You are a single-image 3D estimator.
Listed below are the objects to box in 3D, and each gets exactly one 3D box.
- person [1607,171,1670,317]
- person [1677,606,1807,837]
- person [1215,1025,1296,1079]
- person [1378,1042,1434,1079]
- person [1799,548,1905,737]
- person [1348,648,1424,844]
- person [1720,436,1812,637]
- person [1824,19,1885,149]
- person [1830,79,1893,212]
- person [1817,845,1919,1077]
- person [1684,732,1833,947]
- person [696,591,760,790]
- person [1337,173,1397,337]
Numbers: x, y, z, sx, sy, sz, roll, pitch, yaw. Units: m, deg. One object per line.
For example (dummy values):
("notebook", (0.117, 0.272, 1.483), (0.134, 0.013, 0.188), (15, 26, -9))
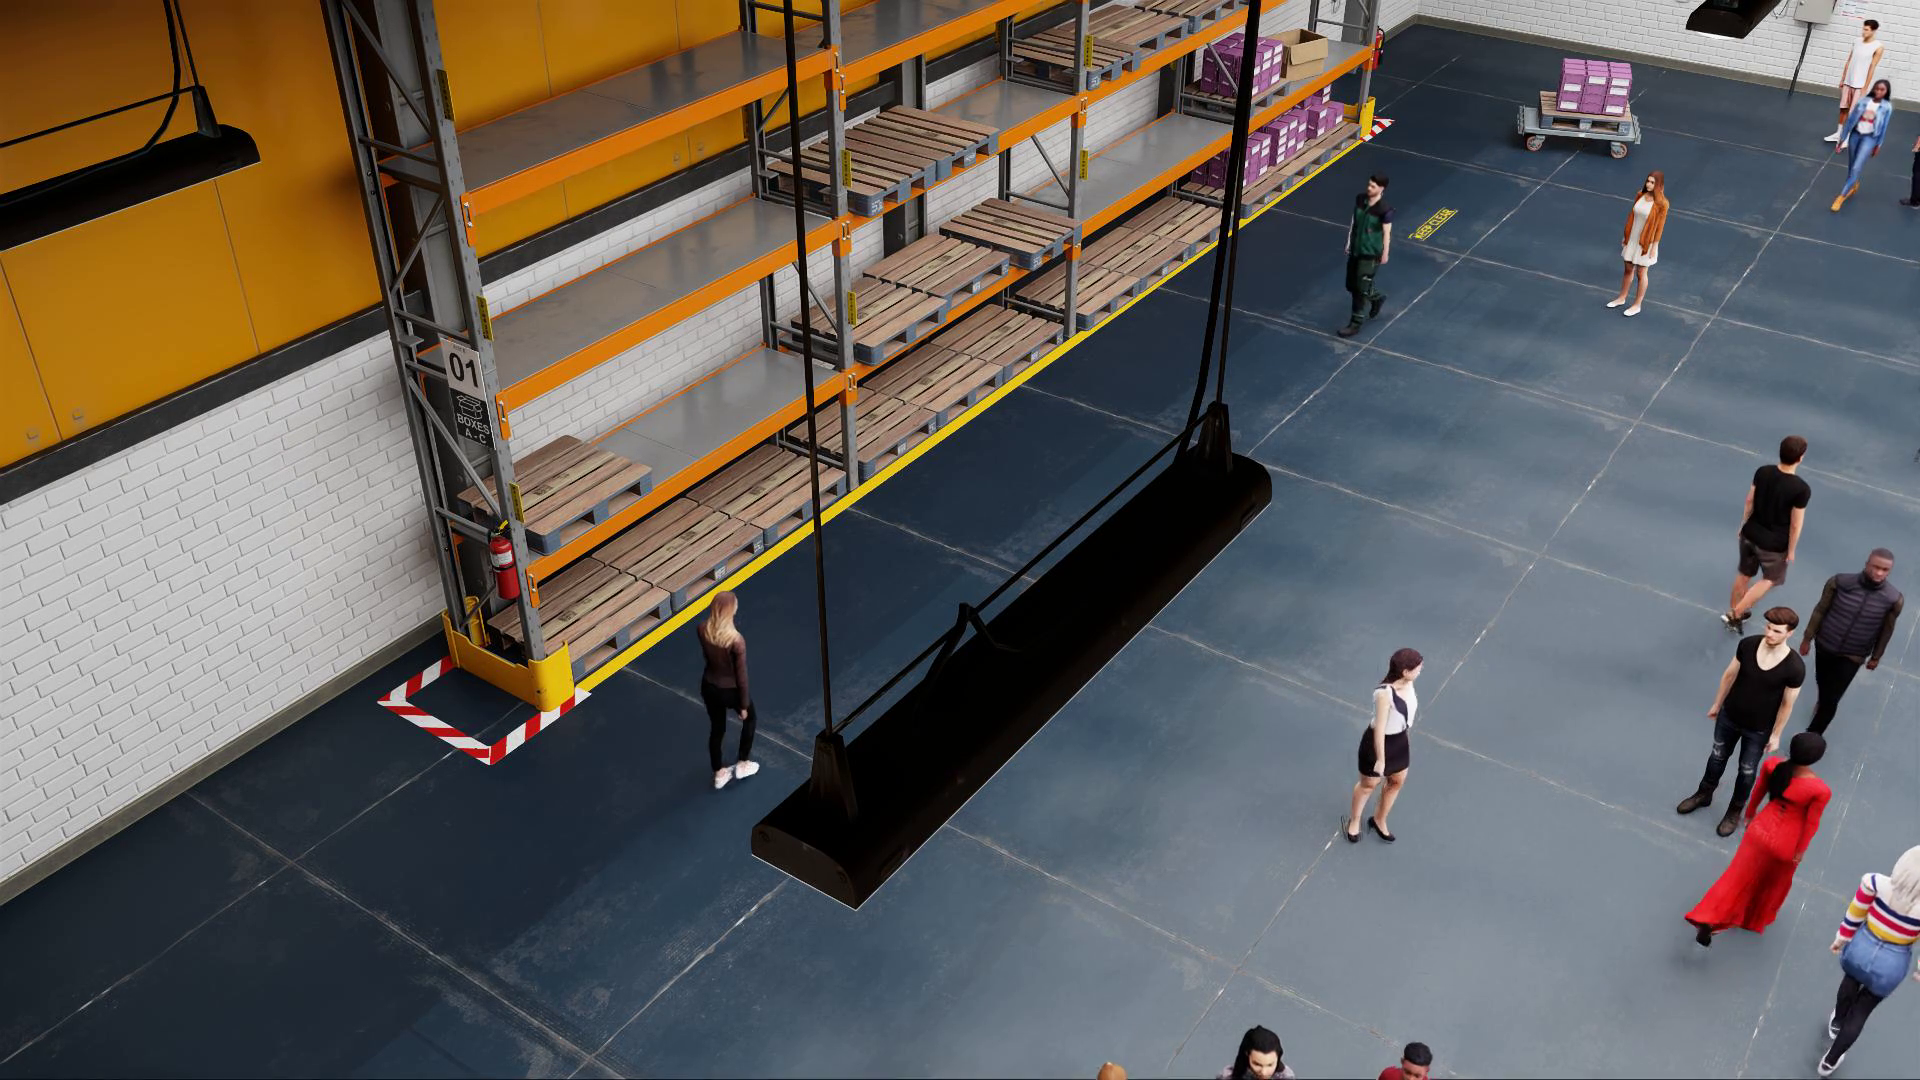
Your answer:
("person", (7.773, -3.408, 18.939), (0.700, 1.717, 0.689), (-18, 37, -24))
("person", (5.588, 1.249, 11.772), (0.668, 1.896, 0.734), (-24, 41, -32))
("person", (1.540, 3.229, 8.941), (0.687, 1.732, 0.726), (-3, 34, -4))
("person", (2.507, 3.222, 9.396), (0.586, 1.240, 0.717), (12, 35, 17))
("person", (6.672, 0.790, 12.560), (0.736, 1.789, 1.185), (23, 40, 31))
("person", (2.945, 1.451, 11.702), (0.592, 1.636, 0.736), (-17, 37, -24))
("person", (6.575, 0.006, 13.685), (0.921, 1.849, 0.844), (-18, 38, -25))
("person", (12.681, -6.455, 23.467), (0.766, 1.780, 0.741), (-13, 36, -18))
("person", (11.750, -5.167, 21.637), (0.752, 1.661, 1.253), (29, 43, 36))
("person", (5.439, 2.540, 9.924), (0.856, 1.791, 0.745), (-29, 43, -36))
("person", (5.220, 1.981, 10.790), (1.093, 1.764, 0.806), (-23, 40, -30))
("person", (-1.764, 1.152, 12.107), (0.656, 1.686, 0.670), (15, 37, 22))
("person", (4.581, -3.205, 18.484), (1.106, 1.884, 0.925), (-18, 38, -25))
